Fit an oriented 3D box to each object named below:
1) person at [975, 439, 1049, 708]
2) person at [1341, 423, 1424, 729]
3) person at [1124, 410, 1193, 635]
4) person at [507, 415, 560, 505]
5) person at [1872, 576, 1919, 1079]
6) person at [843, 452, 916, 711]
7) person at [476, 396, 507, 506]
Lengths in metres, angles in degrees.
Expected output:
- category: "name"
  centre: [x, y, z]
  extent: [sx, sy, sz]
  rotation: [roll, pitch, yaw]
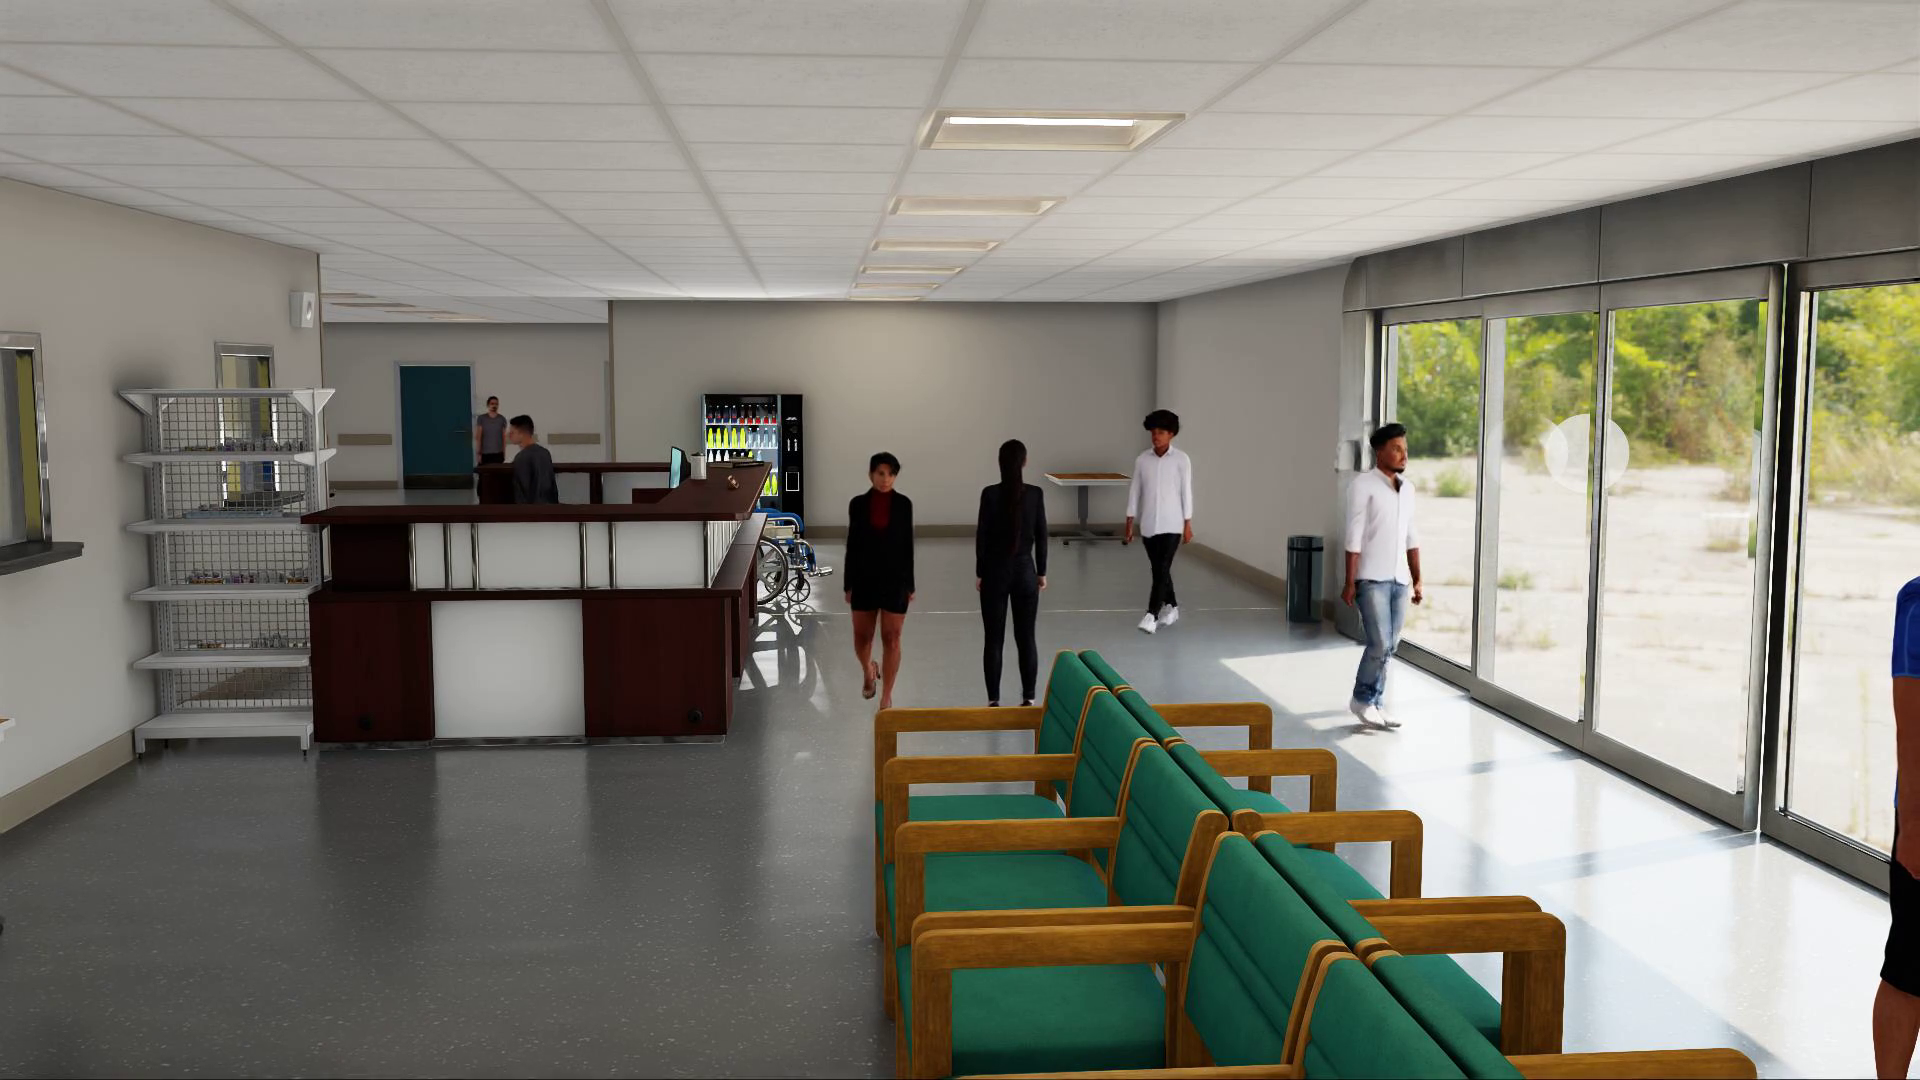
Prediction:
- category: "person"
  centre: [0.299, 0.253, 9.844]
  extent: [0.431, 1.708, 0.647]
  rotation: [-1, 6, -8]
- category: "person"
  centre: [2.425, 0.207, 9.820]
  extent: [0.699, 1.805, 0.816]
  rotation: [-3, 7, -31]
- category: "person"
  centre: [1.643, -0.127, 13.364]
  extent: [1.177, 1.761, 1.112]
  rotation: [3, 6, 28]
- category: "person"
  centre: [-3.413, -0.132, 13.526]
  extent: [0.796, 1.738, 0.848]
  rotation: [3, 6, 26]
- category: "person"
  centre: [2.653, 0.720, 4.400]
  extent: [0.544, 1.869, 0.700]
  rotation: [-1, 6, -14]
- category: "person"
  centre: [-0.470, 0.297, 9.829]
  extent: [0.681, 1.624, 0.662]
  rotation: [0, 6, 0]
- category: "person"
  centre: [-7.020, -1.257, 24.785]
  extent: [1.177, 1.723, 0.973]
  rotation: [-3, 6, -26]
